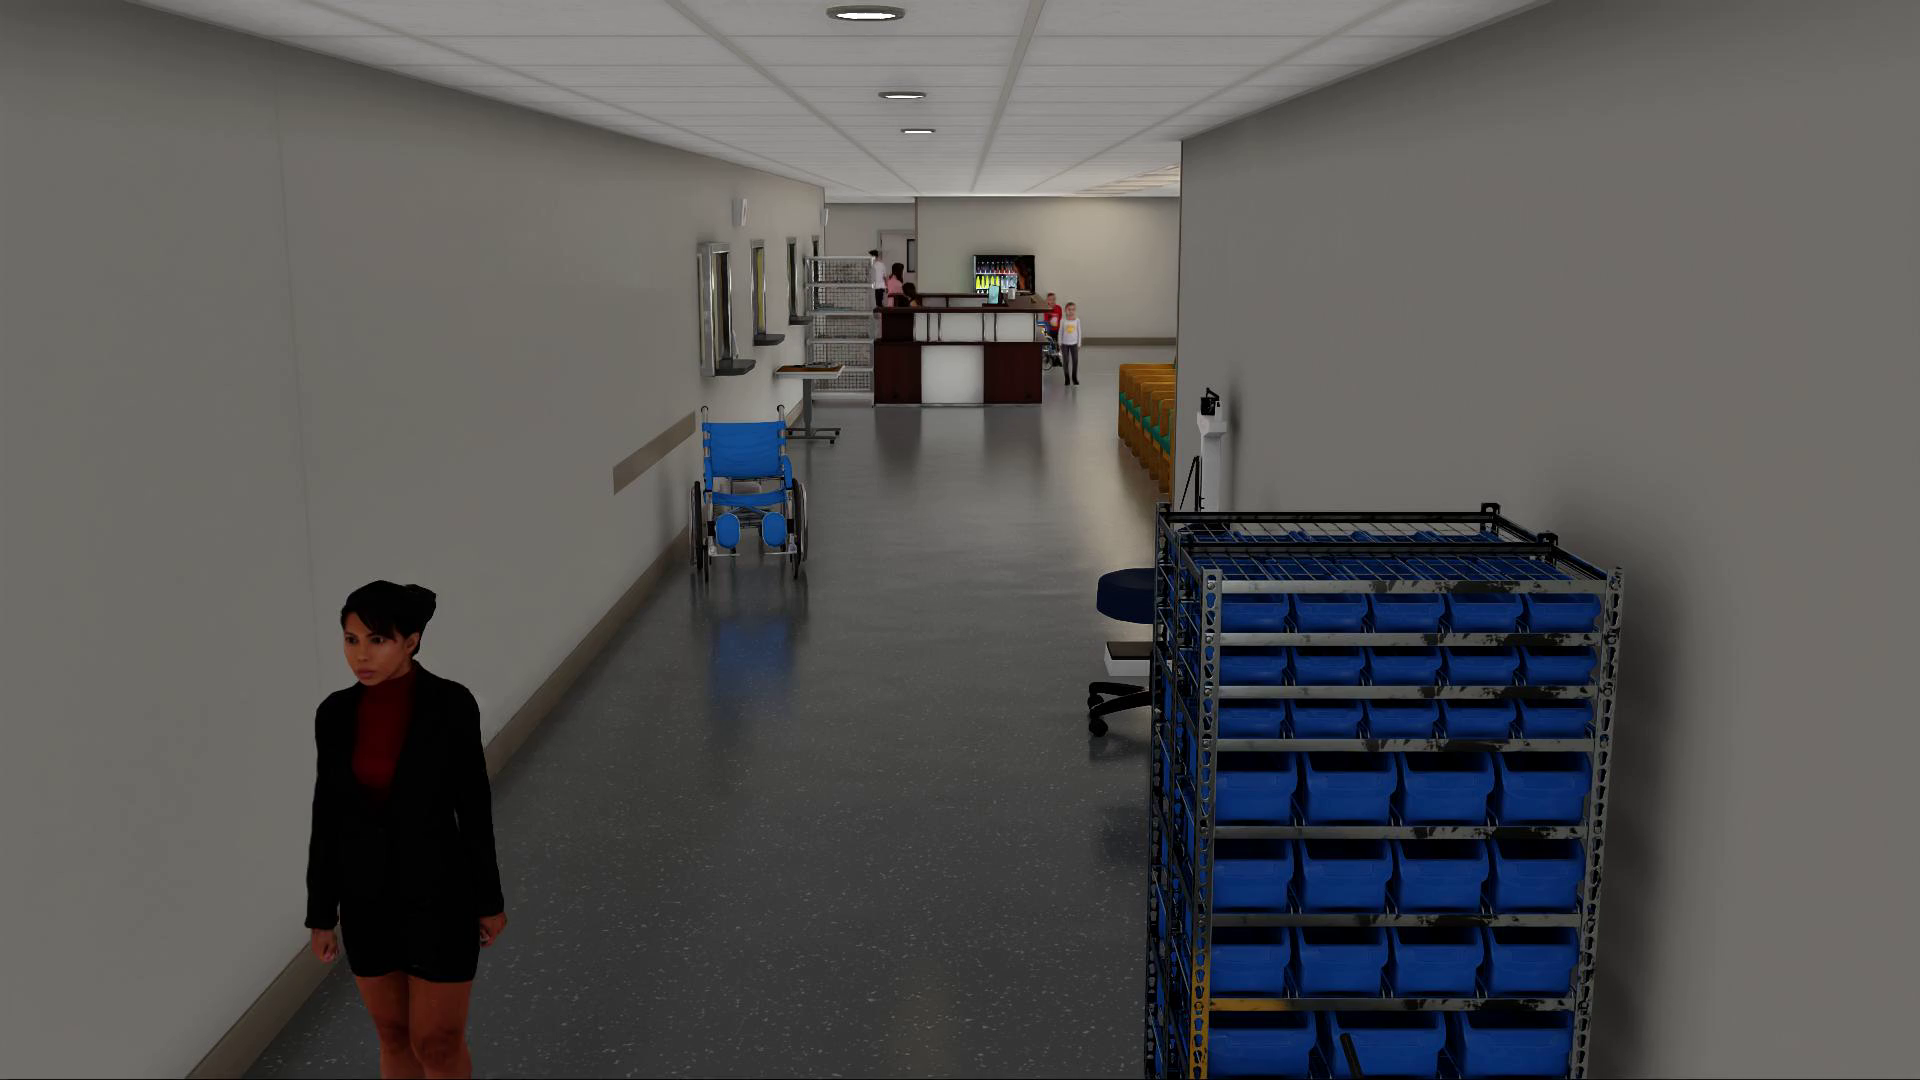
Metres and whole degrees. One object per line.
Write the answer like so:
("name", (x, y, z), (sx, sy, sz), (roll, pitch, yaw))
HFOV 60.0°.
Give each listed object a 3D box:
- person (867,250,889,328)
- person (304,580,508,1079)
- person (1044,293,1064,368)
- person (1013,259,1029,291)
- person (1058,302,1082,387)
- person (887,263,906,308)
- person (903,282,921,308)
("person", (-1.895, -6.020, 39.896), (0.831, 1.819, 0.881), (-8, 13, -37))
("person", (-1.298, 0.886, 4.010), (0.572, 1.630, 0.673), (1, 11, 5))
("person", (1.586, -3.626, 28.756), (0.547, 1.269, 0.647), (-5, 12, -24))
("person", (1.267, -4.138, 30.010), (1.020, 1.808, 0.680), (2, 11, 10))
("person", (1.671, -3.001, 25.464), (0.552, 1.268, 0.567), (1, 11, 4))
("person", (-1.177, -3.822, 28.416), (0.981, 1.782, 0.872), (-7, 13, -33))
("person", (-0.675, -3.289, 26.292), (1.006, 1.526, 0.787), (-4, 11, -19))
